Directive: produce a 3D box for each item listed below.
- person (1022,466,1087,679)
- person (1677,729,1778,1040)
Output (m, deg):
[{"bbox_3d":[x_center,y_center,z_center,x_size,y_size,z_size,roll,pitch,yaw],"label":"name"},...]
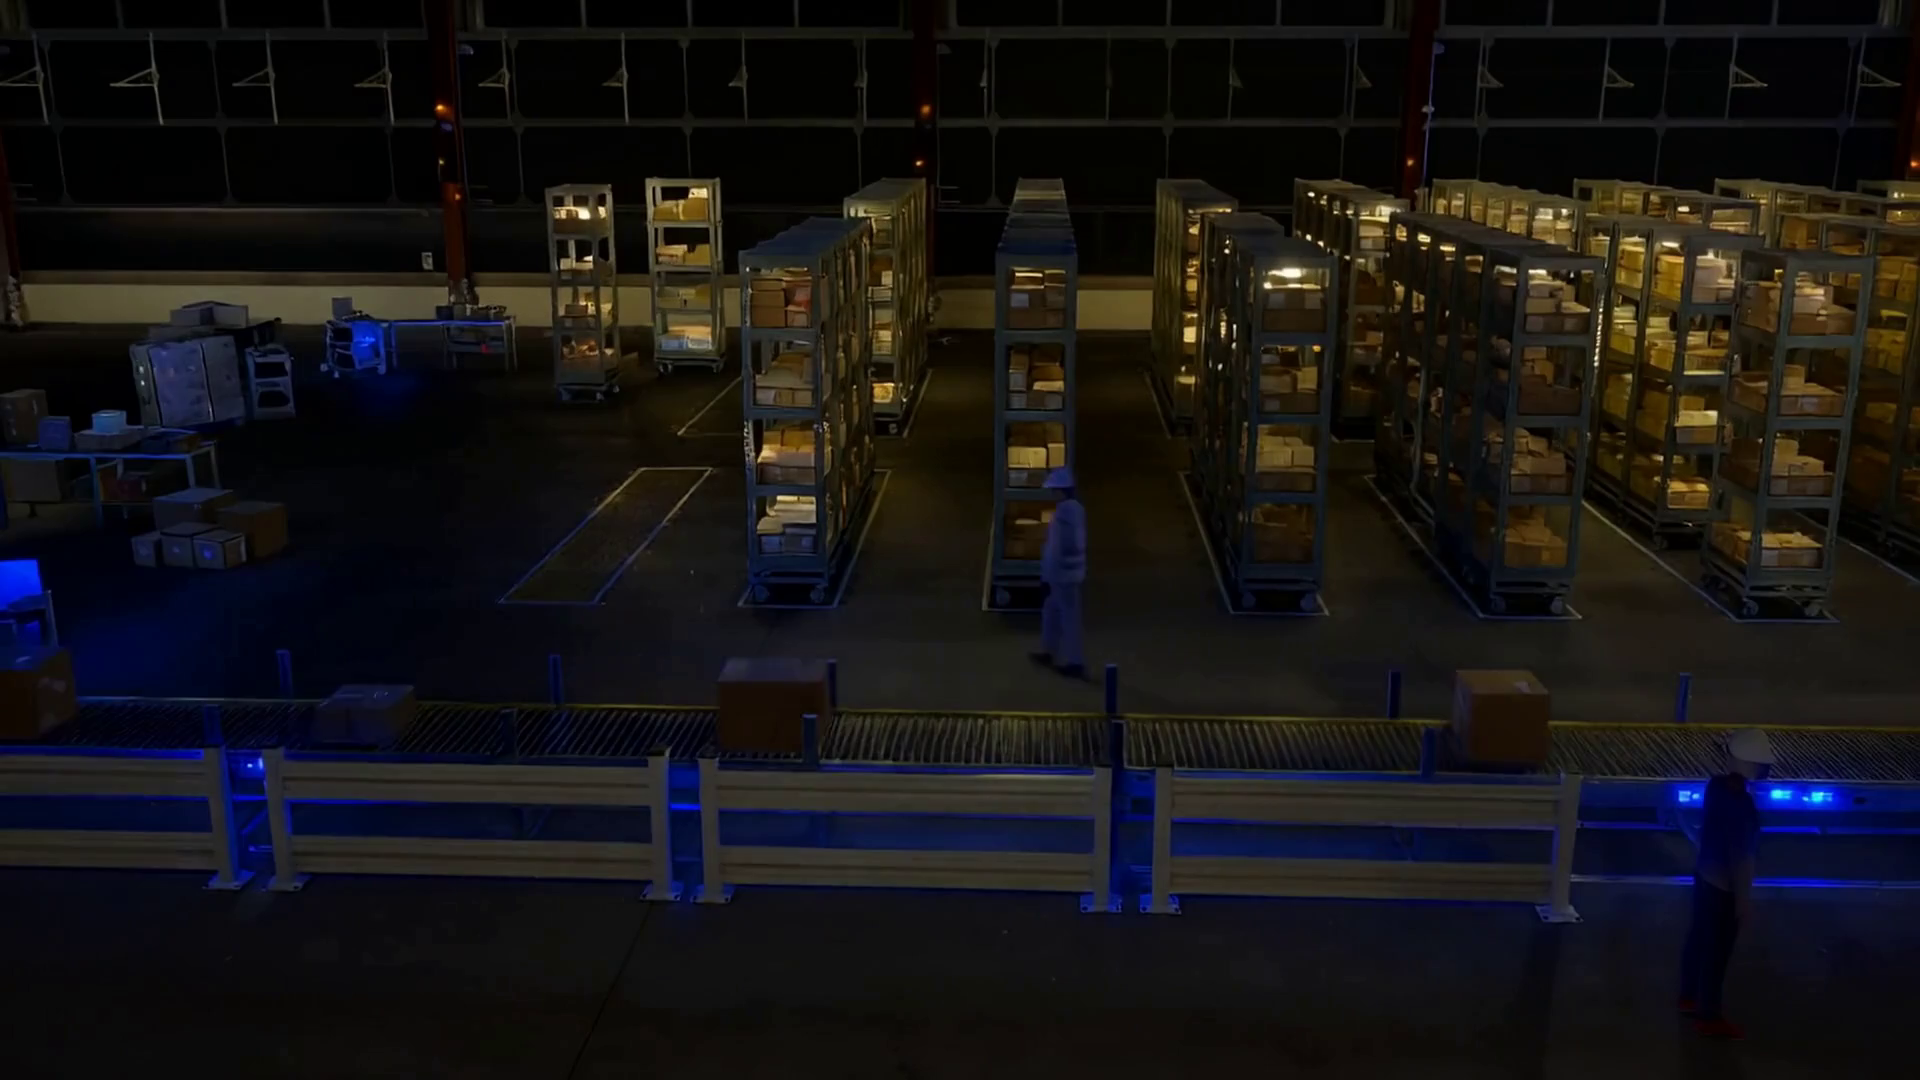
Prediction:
[{"bbox_3d":[0.804,0.281,14.842,0.786,1.922,0.638,6,16,22],"label":"person"},{"bbox_3d":[4.257,1.880,9.220,0.329,1.765,0.526,1,15,3],"label":"person"}]
